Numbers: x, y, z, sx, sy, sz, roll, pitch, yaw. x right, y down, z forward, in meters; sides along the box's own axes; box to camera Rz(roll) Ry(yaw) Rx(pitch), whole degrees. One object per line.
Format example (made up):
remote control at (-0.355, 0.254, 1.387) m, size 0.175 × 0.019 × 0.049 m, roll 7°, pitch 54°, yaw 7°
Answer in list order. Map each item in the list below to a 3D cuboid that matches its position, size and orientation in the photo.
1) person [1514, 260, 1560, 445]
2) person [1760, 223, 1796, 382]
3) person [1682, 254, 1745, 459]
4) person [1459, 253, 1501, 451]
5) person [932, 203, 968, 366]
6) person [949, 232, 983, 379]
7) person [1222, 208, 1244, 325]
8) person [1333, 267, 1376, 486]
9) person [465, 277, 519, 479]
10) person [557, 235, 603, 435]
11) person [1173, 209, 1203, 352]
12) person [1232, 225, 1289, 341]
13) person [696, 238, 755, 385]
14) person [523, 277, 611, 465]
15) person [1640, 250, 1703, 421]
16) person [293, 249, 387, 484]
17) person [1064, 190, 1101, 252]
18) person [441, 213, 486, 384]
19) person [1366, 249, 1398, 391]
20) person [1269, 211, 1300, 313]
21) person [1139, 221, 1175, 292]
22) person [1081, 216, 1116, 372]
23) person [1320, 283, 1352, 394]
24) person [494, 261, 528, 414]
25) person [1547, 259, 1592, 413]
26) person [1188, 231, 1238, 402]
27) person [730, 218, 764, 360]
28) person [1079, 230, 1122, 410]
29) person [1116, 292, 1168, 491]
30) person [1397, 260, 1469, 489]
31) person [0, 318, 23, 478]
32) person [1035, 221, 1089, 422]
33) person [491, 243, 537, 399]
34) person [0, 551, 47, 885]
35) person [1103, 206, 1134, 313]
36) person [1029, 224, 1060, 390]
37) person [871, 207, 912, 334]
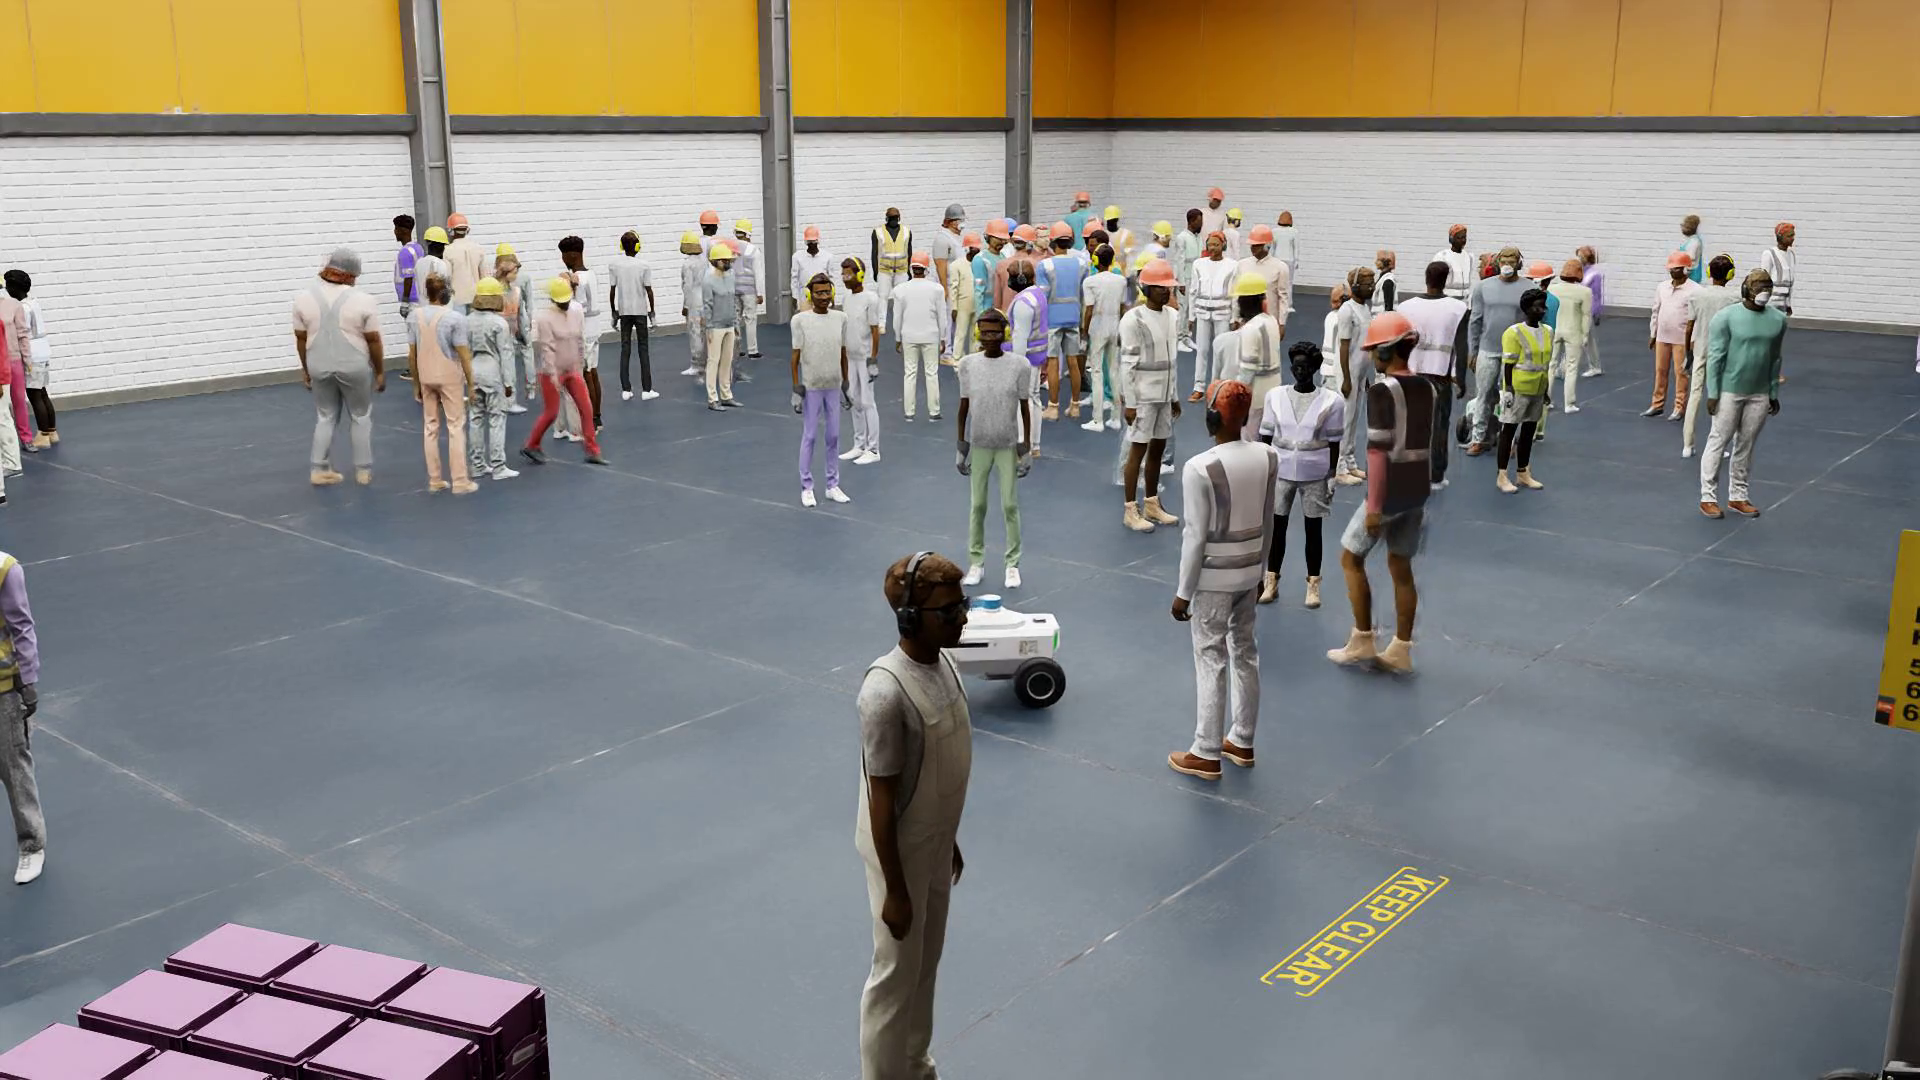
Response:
person at (5.478, -1.783, 15.882) m, size 0.329 × 1.752 × 0.563 m, roll 11°, pitch 18°, yaw 37°
person at (9.652, -2.797, 19.674) m, size 0.573 × 1.883 × 0.356 m, roll -9°, pitch 17°, yaw -33°
person at (6.868, -1.665, 15.175) m, size 0.512 × 1.872 × 0.328 m, roll 11°, pitch 18°, yaw 37°
person at (4.959, -1.756, 15.586) m, size 0.375 × 1.843 × 0.575 m, roll 9°, pitch 16°, yaw 31°
person at (-0.031, -3.252, 21.170) m, size 0.538 × 2.000 × 0.684 m, roll 7°, pitch 16°, yaw 25°
person at (0.140, -2.814, 20.004) m, size 0.568 × 1.747 × 0.347 m, roll -9°, pitch 17°, yaw -31°
person at (4.149, -4.173, 25.426) m, size 0.327 × 1.760 × 0.523 m, roll -5°, pitch 15°, yaw -19°
person at (3.359, -1.394, 14.143) m, size 0.346 × 1.846 × 0.506 m, roll 8°, pitch 16°, yaw 30°
person at (-4.048, -1.395, 14.376) m, size 0.480 × 1.731 × 0.356 m, roll 7°, pitch 16°, yaw 26°
person at (-3.727, -2.008, 16.361) m, size 0.377 × 1.959 × 0.603 m, roll 0°, pitch 14°, yaw 2°
person at (3.076, -3.511, 22.477) m, size 0.384 × 1.910 × 0.596 m, roll 10°, pitch 17°, yaw 34°
person at (3.134, -2.300, 17.466) m, size 0.612 × 1.990 × 0.392 m, roll 9°, pitch 17°, yaw 33°
person at (-2.815, -2.679, 19.570) m, size 0.608 × 1.704 × 0.606 m, roll 5°, pitch 15°, yaw 18°
person at (-3.582, -1.505, 14.844) m, size 0.687 × 1.712 × 0.533 m, roll 10°, pitch 17°, yaw 35°
person at (7.363, -2.107, 17.175) m, size 0.342 × 1.748 × 0.572 m, roll -9°, pitch 17°, yaw -31°
person at (-5.196, -1.465, 14.029) m, size 0.715 × 2.000 × 0.546 m, roll 0°, pitch 14°, yaw 0°
person at (1.990, -4.620, 26.774) m, size 0.621 × 1.972 × 0.616 m, roll 4°, pitch 15°, yaw 16°
person at (-5.870, -2.849, 19.651) m, size 0.389 × 1.992 × 0.625 m, roll 11°, pitch 18°, yaw 39°
person at (4.793, -2.461, 18.819) m, size 0.312 × 1.642 × 0.515 m, roll 2°, pitch 14°, yaw 7°
person at (5.270, -4.520, 27.063) m, size 0.497 × 1.633 × 0.283 m, roll 6°, pitch 15°, yaw 22°
person at (2.534, -3.189, 21.393) m, size 0.549 × 1.805 × 0.610 m, roll -2°, pitch 14°, yaw -9°
person at (1.646, -3.039, 20.592) m, size 0.409 × 1.907 × 0.651 m, roll -6°, pitch 15°, yaw -23°
person at (3.373, -1.469, 14.856) m, size 0.315 × 1.641 × 0.515 m, roll -1°, pitch 14°, yaw -6°
person at (-4.802, -2.134, 17.585) m, size 0.692 × 1.597 × 0.536 m, roll 5°, pitch 15°, yaw 21°
person at (6.438, -2.167, 17.679) m, size 0.502 × 1.627 × 0.278 m, roll 12°, pitch 18°, yaw 39°
person at (2.775, -2.435, 18.228) m, size 0.575 × 1.882 × 0.355 m, roll 6°, pitch 15°, yaw 22°
person at (-2.800, -3.248, 21.594) m, size 0.593 × 1.825 × 0.403 m, roll 8°, pitch 16°, yaw 28°
person at (1.525, -2.356, 17.839) m, size 0.372 × 1.916 × 0.597 m, roll -8°, pitch 16°, yaw -28°
person at (1.585, -1.270, 13.914) m, size 0.616 × 1.714 × 0.491 m, roll 6°, pitch 15°, yaw 22°
person at (3.930, -1.372, 13.939) m, size 0.601 × 1.908 × 0.410 m, roll 6°, pitch 15°, yaw 22°
person at (-8.424, -1.404, 14.400) m, size 0.575 × 1.739 × 0.350 m, roll 13°, pitch 19°, yaw 42°
person at (1.025, -2.244, 17.137) m, size 0.614 × 2.040 × 0.390 m, roll -6°, pitch 15°, yaw -24°
person at (-4.968, -2.411, 18.429) m, size 0.484 × 1.736 × 0.311 m, roll -11°, pitch 18°, yaw -37°
person at (-3.935, 0.592, 6.628) m, size 0.517 × 1.636 × 0.313 m, roll -1°, pitch 14°, yaw -5°
person at (2.260, -3.852, 23.885) m, size 0.589 × 1.892 × 0.884 m, roll 8°, pitch 16°, yaw 29°
person at (0.913, -2.637, 18.985) m, size 0.640 × 1.909 × 0.409 m, roll -12°, pitch 18°, yaw -40°
person at (-0.984, -3.929, 24.279) m, size 0.625 × 1.844 × 0.429 m, roll -3°, pitch 14°, yaw -14°
